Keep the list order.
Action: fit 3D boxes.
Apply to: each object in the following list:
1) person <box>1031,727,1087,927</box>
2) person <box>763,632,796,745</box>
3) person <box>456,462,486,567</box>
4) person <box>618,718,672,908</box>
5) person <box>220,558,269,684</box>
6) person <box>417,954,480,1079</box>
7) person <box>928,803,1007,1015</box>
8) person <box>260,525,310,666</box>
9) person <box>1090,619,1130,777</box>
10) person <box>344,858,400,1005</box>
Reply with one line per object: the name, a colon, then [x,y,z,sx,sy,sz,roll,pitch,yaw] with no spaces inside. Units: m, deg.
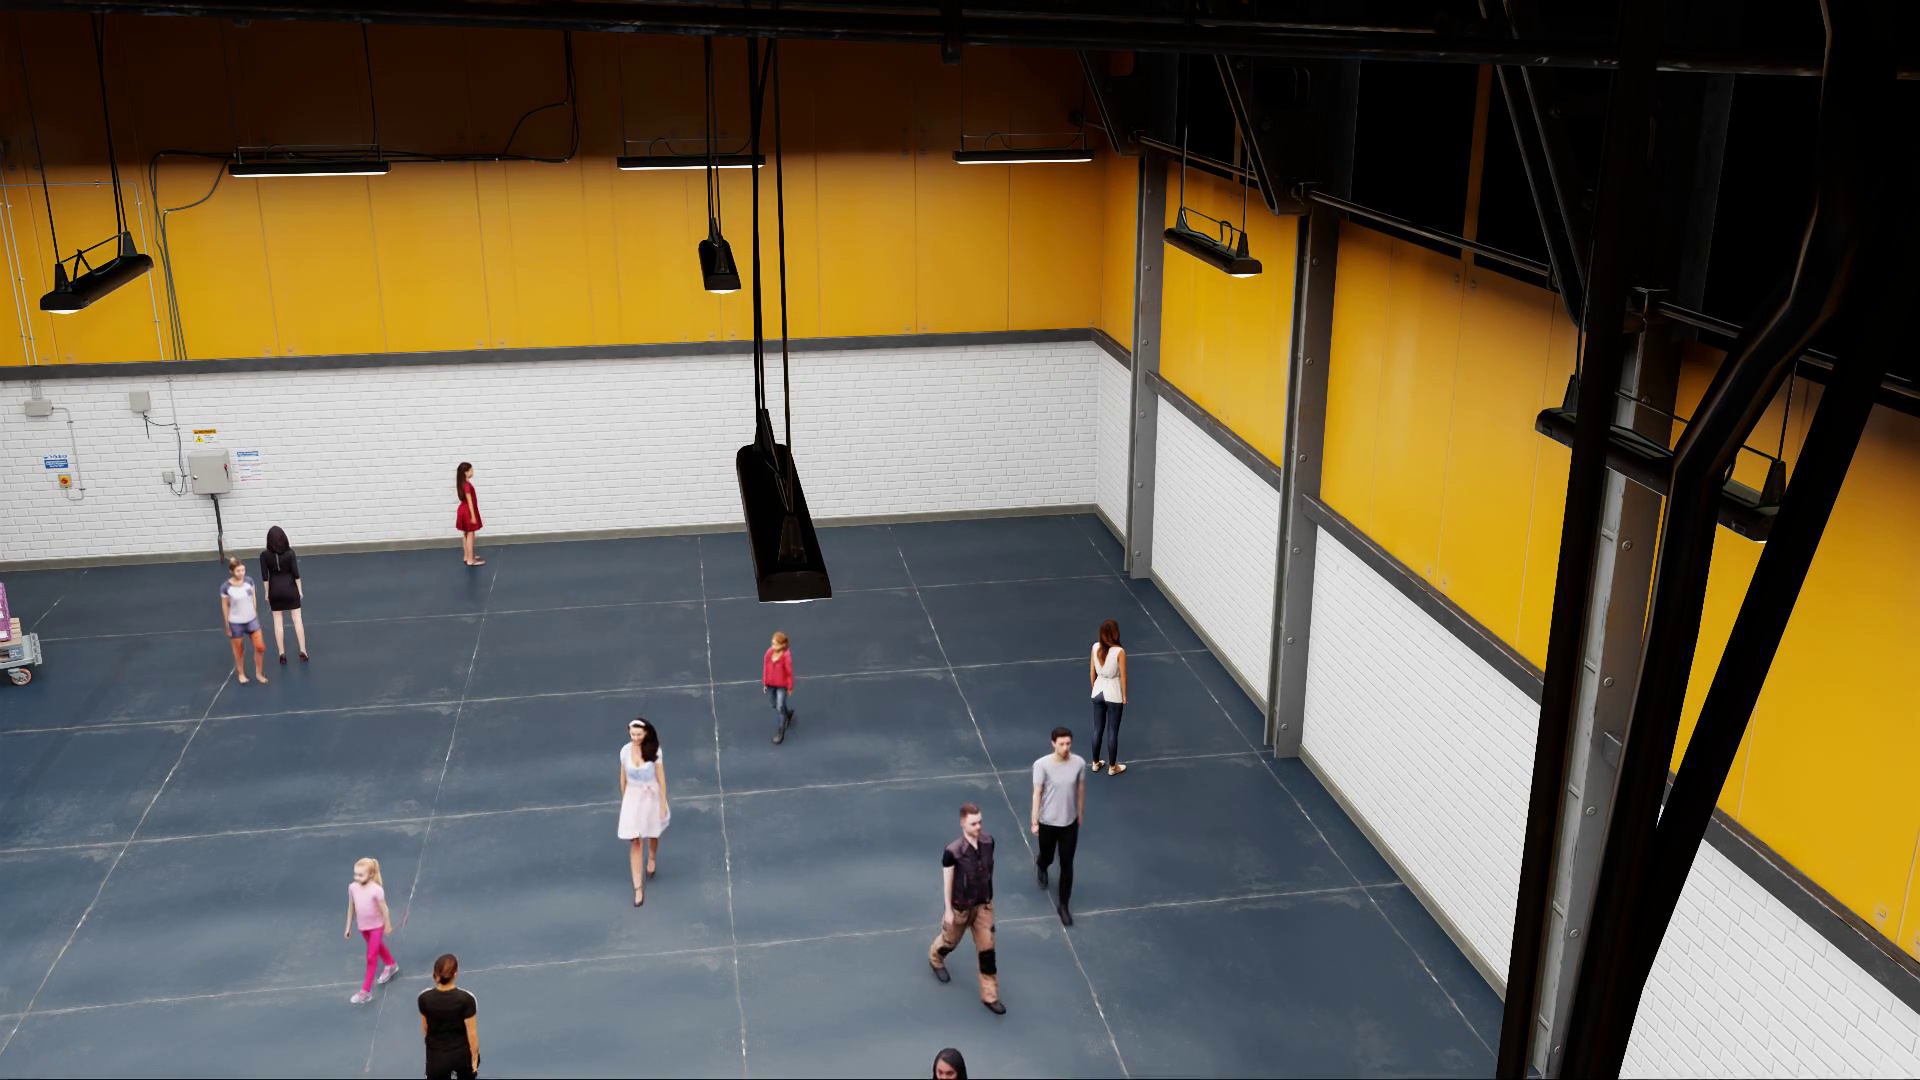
person: [0.888,2.569,15.401,0.697,1.846,1.072,-3,19,-9]
person: [-2.047,1.646,18.994,0.769,1.302,0.868,9,21,25]
person: [-7.307,-0.402,24.682,0.700,1.552,0.638,-11,21,-29]
person: [-2.969,2.493,15.752,0.729,1.764,1.197,-1,19,-3]
person: [-8.866,0.991,20.469,0.764,1.601,0.830,-16,25,-40]
person: [-3.719,3.795,12.073,0.642,1.646,0.963,-1,19,-3]
person: [0.016,3.042,14.062,0.975,1.802,1.286,-11,21,-29]
person: [-8.549,0.699,21.013,0.600,1.807,0.499,-4,19,-12]
person: [1.601,1.700,18.073,0.670,1.785,0.726,12,22,32]
person: [-5.014,3.271,14.257,0.753,1.244,0.946,6,20,19]
